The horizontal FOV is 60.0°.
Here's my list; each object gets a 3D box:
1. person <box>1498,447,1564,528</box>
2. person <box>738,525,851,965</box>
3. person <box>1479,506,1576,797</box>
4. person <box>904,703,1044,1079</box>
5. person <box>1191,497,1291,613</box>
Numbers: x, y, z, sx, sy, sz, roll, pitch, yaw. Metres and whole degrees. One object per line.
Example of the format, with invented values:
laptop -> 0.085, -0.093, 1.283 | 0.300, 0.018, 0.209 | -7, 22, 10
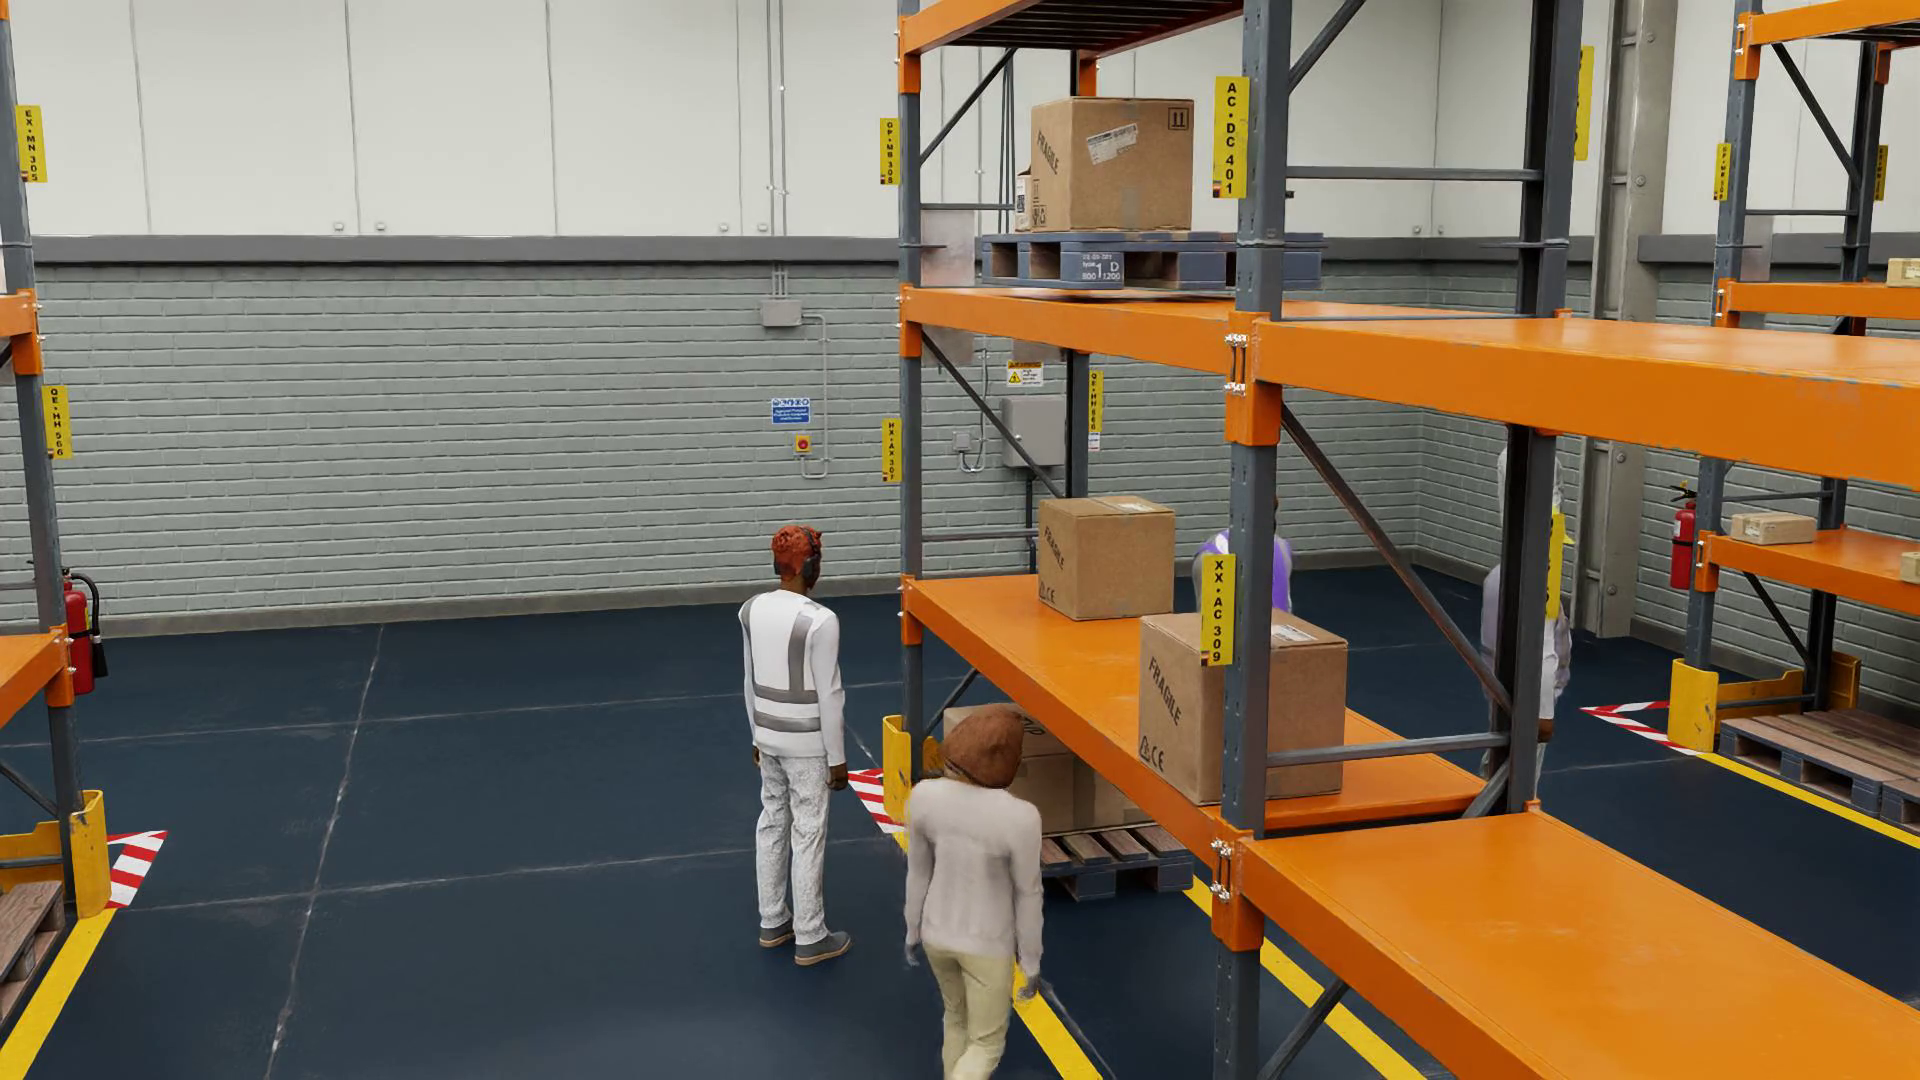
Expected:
person -> 4.218, -0.049, 12.231 | 0.407, 1.910, 0.639 | -2, 10, -14
person -> -0.700, 0.866, 7.107 | 0.575, 1.880, 0.358 | 9, 14, 43
person -> 2.713, 0.734, 7.992 | 0.403, 1.827, 0.599 | -1, 10, -5
person -> 0.008, 1.315, 5.326 | 0.516, 1.596, 0.706 | 6, 12, 30
person -> 1.490, 0.617, 8.670 | 0.623, 1.838, 0.430 | -6, 12, -31
